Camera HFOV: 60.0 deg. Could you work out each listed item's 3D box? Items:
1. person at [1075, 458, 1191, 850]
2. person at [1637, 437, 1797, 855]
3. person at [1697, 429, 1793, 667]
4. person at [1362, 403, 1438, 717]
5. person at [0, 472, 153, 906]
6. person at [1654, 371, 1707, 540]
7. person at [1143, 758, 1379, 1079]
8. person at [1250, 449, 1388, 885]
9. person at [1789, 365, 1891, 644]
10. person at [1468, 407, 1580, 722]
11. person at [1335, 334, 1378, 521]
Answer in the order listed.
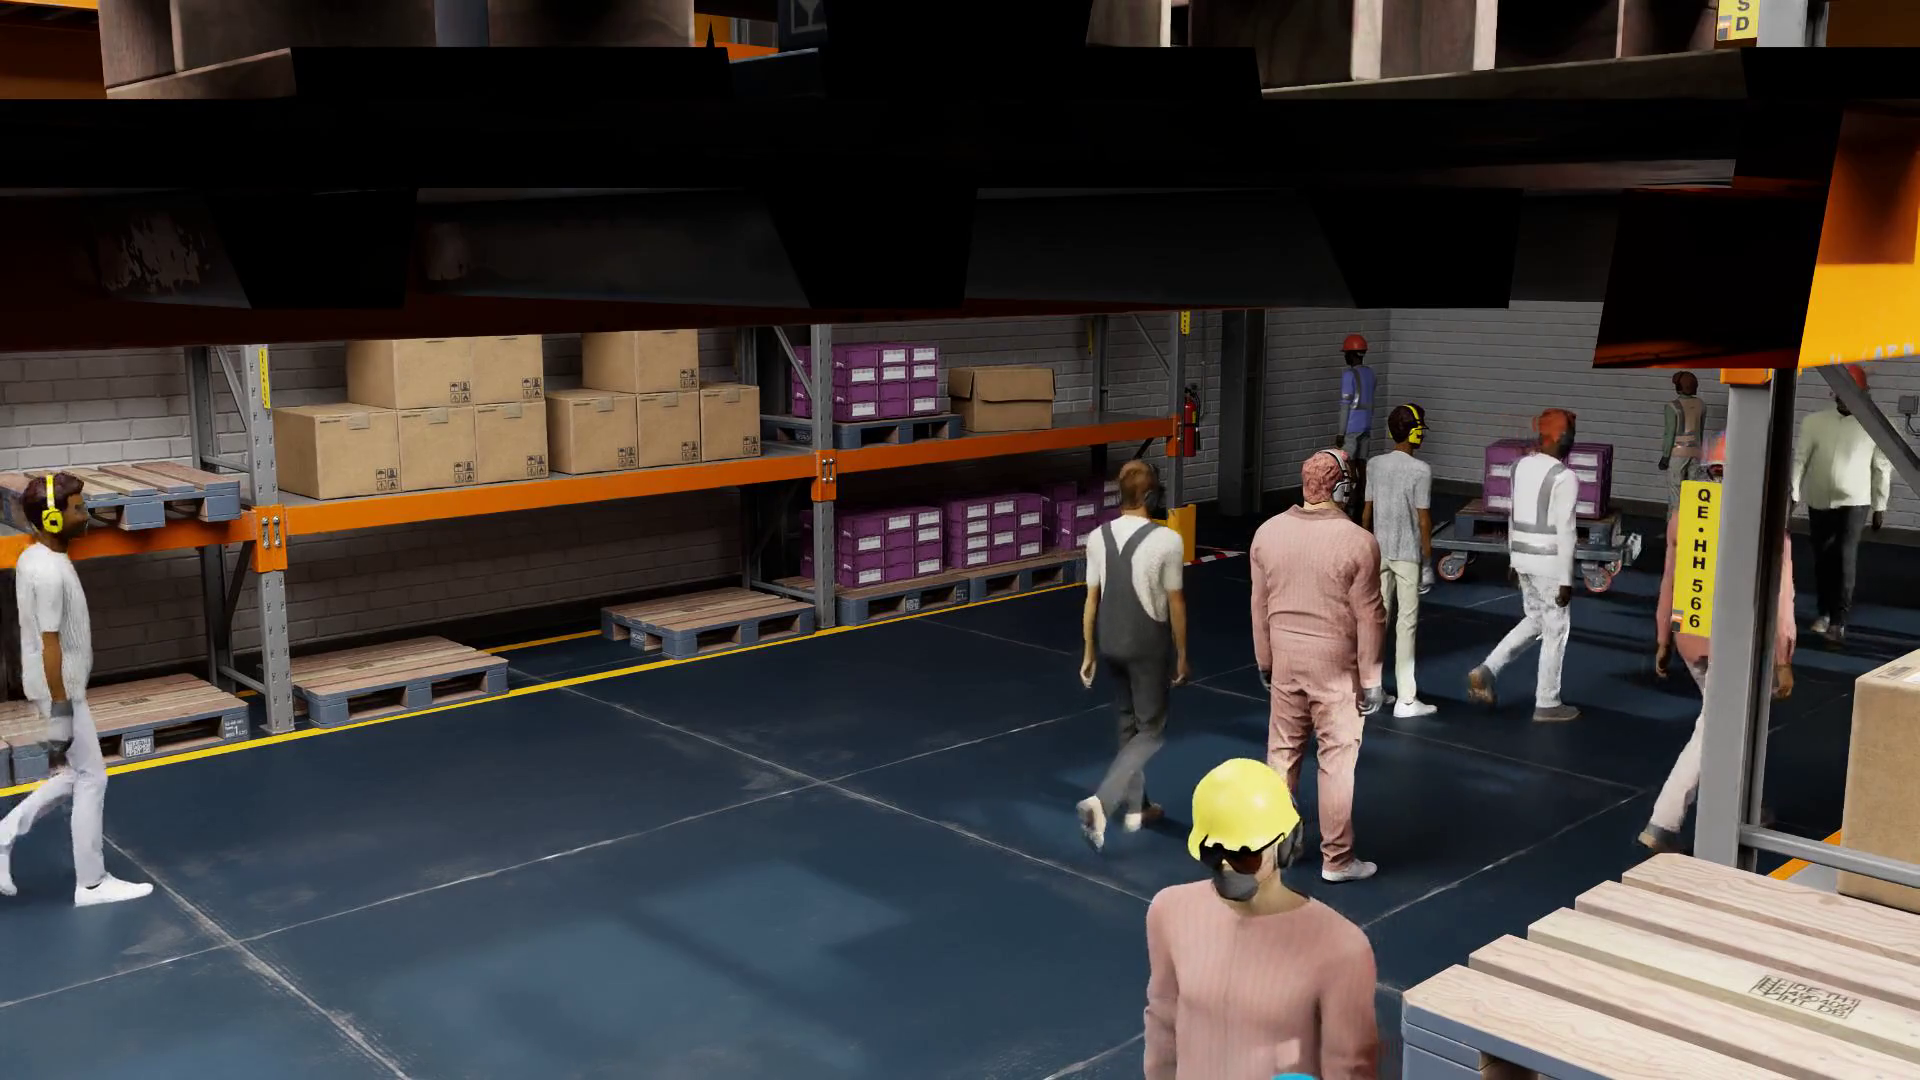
[{"bbox_3d":[0.763,0.532,7.687,0.502,1.821,0.756,8,13,41],"label":"person"},{"bbox_3d":[3.476,0.477,7.624,0.999,1.955,0.633,-5,11,-27],"label":"person"},{"bbox_3d":[5.204,-0.097,11.045,0.383,1.922,0.593,-10,14,-44],"label":"person"},{"bbox_3d":[2.627,0.118,9.947,0.334,1.873,0.521,-6,12,-33],"label":"person"},{"bbox_3d":[-3.792,0.644,6.897,0.585,1.860,0.526,-7,12,-34],"label":"person"},{"bbox_3d":[6.947,-0.803,16.006,0.514,1.642,0.314,-5,11,-25],"label":"person"},{"bbox_3d":[0.613,1.296,3.532,0.560,1.717,0.708,5,11,29],"label":"person"},{"bbox_3d":[1.588,0.551,7.308,0.646,1.908,0.408,9,13,43],"label":"person"},{"bbox_3d":[6.234,-0.254,11.873,0.619,1.961,0.869,9,13,43],"label":"person"},{"bbox_3d":[3.356,0.156,9.727,0.577,1.868,0.596,-3,10,-16],"label":"person"},{"bbox_3d":[4.094,-1.171,17.328,0.384,1.931,0.541,9,13,43],"label":"person"}]
